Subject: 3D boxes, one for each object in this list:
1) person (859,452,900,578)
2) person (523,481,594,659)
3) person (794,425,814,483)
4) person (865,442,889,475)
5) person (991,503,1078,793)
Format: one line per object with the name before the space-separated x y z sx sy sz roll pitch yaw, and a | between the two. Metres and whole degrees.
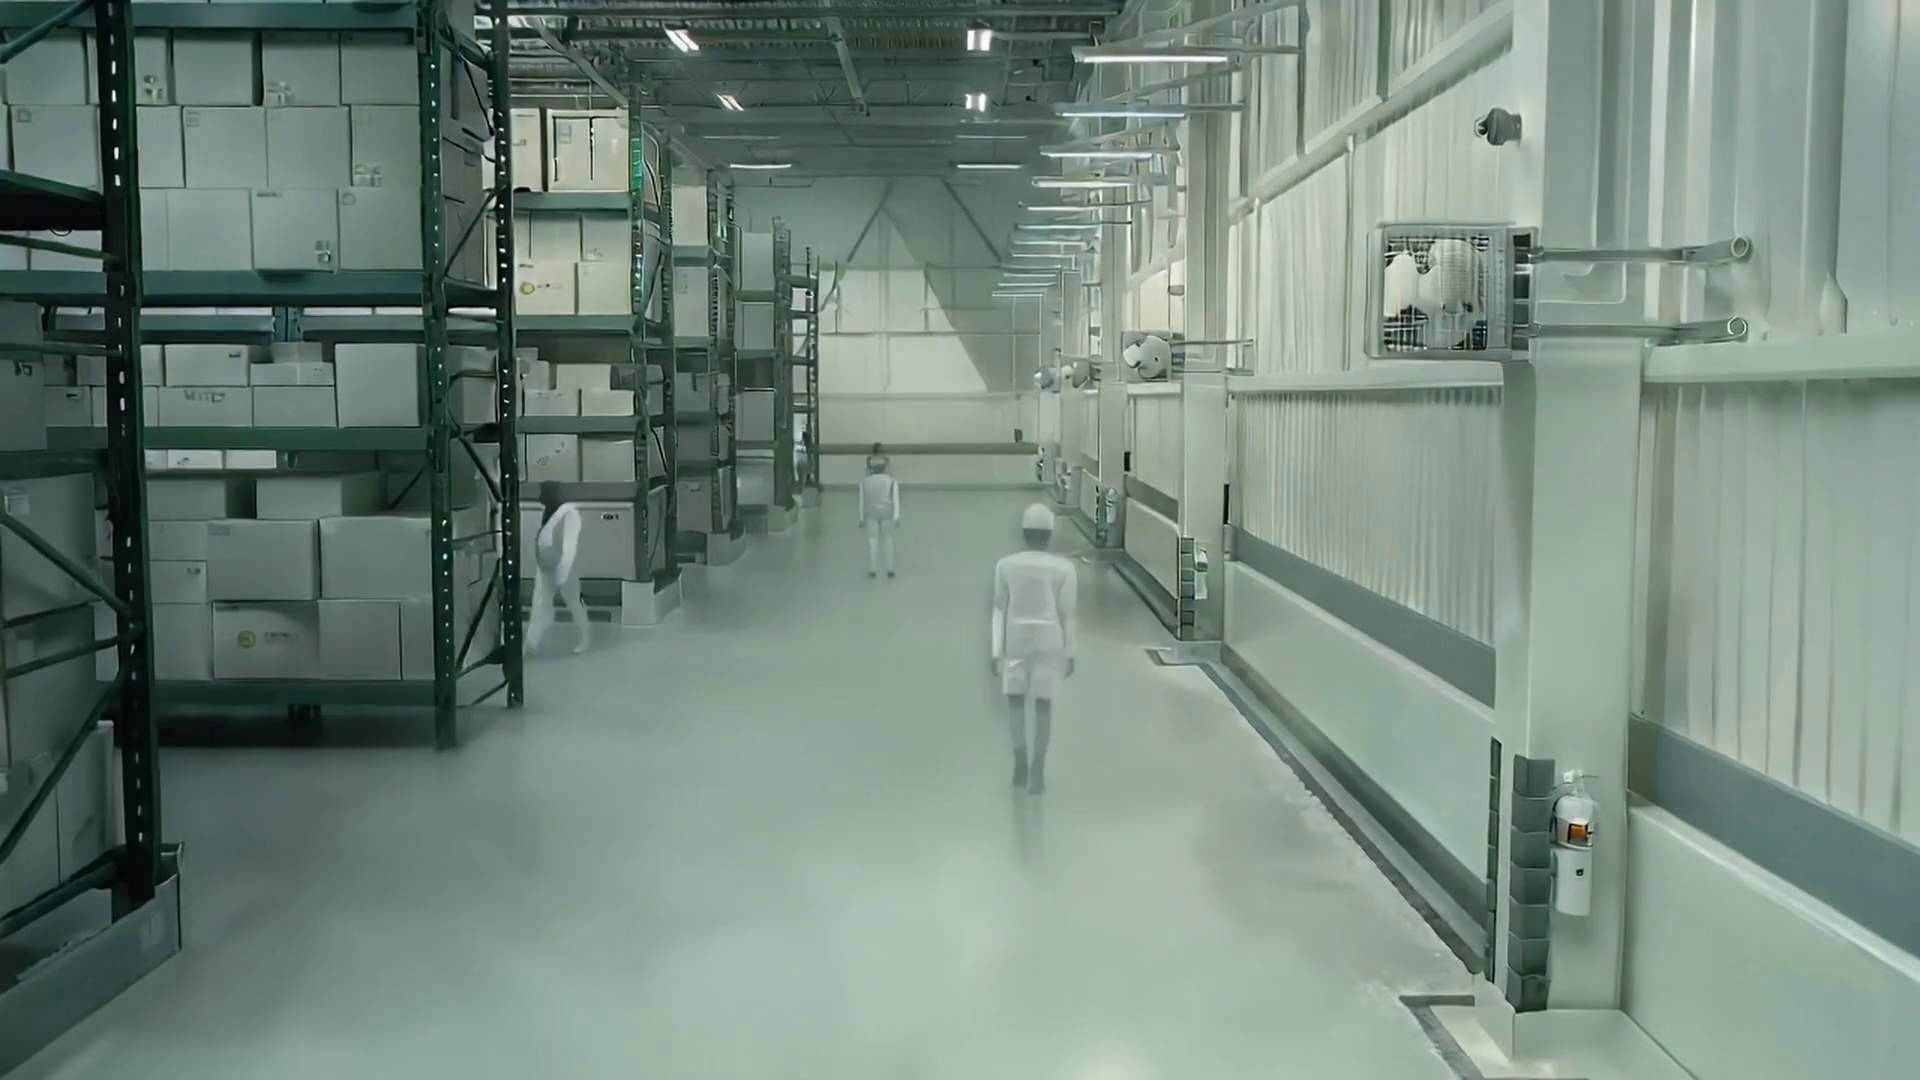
person | -1.167 -0.353 24.054 0.592 1.834 0.404 0 5 -5
person | -4.077 0.301 16.757 0.626 1.796 0.964 3 6 34
person | -4.162 -2.096 44.097 0.563 1.901 0.717 -3 6 -33
person | -1.840 -1.368 37.038 0.532 1.623 0.430 1 5 9
person | 0.502 0.715 11.085 0.579 1.921 0.452 1 5 6
